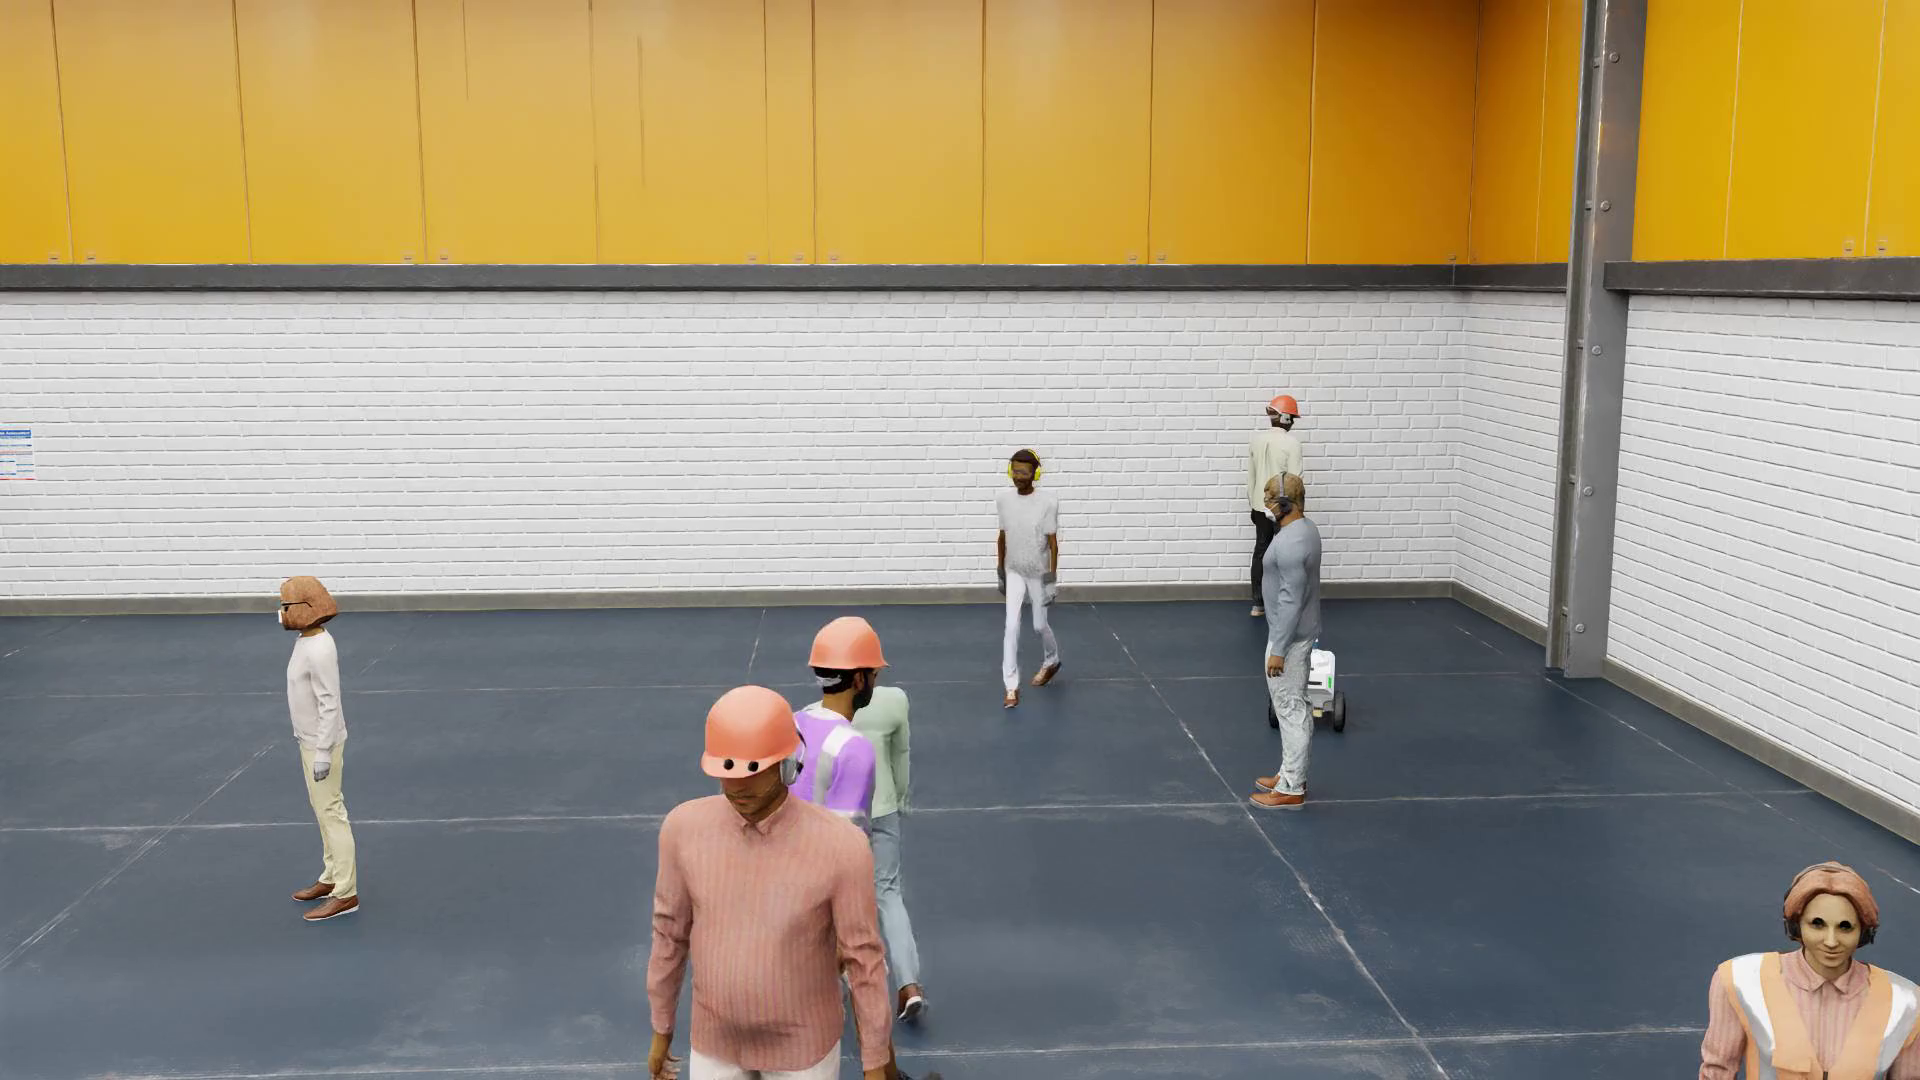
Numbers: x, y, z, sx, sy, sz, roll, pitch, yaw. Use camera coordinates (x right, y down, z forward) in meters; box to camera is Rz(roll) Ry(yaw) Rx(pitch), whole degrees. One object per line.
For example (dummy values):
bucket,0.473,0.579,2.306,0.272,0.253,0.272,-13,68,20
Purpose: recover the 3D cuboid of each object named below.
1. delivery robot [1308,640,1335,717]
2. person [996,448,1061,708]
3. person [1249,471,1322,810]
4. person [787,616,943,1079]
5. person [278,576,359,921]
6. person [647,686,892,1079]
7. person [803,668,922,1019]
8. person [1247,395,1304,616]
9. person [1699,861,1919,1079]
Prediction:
delivery robot,2.373,0.918,11.308,0.477,0.478,0.707,2,9,13
person,0.508,0.232,11.947,0.512,1.834,0.861,3,10,20
person,1.864,0.571,9.472,0.372,1.934,0.627,3,10,19
person,-0.473,1.206,5.706,0.939,1.871,0.566,-7,11,-37
person,-3.048,0.973,7.882,0.264,1.632,0.507,-5,10,-29
person,-0.523,1.346,4.458,0.702,1.982,0.424,2,9,14
person,-0.402,1.150,6.876,0.504,1.600,0.810,-4,10,-23
person,2.809,-0.288,14.704,0.400,1.984,0.610,-6,11,-35
person,2.070,1.575,4.077,0.515,1.641,0.315,3,9,17
